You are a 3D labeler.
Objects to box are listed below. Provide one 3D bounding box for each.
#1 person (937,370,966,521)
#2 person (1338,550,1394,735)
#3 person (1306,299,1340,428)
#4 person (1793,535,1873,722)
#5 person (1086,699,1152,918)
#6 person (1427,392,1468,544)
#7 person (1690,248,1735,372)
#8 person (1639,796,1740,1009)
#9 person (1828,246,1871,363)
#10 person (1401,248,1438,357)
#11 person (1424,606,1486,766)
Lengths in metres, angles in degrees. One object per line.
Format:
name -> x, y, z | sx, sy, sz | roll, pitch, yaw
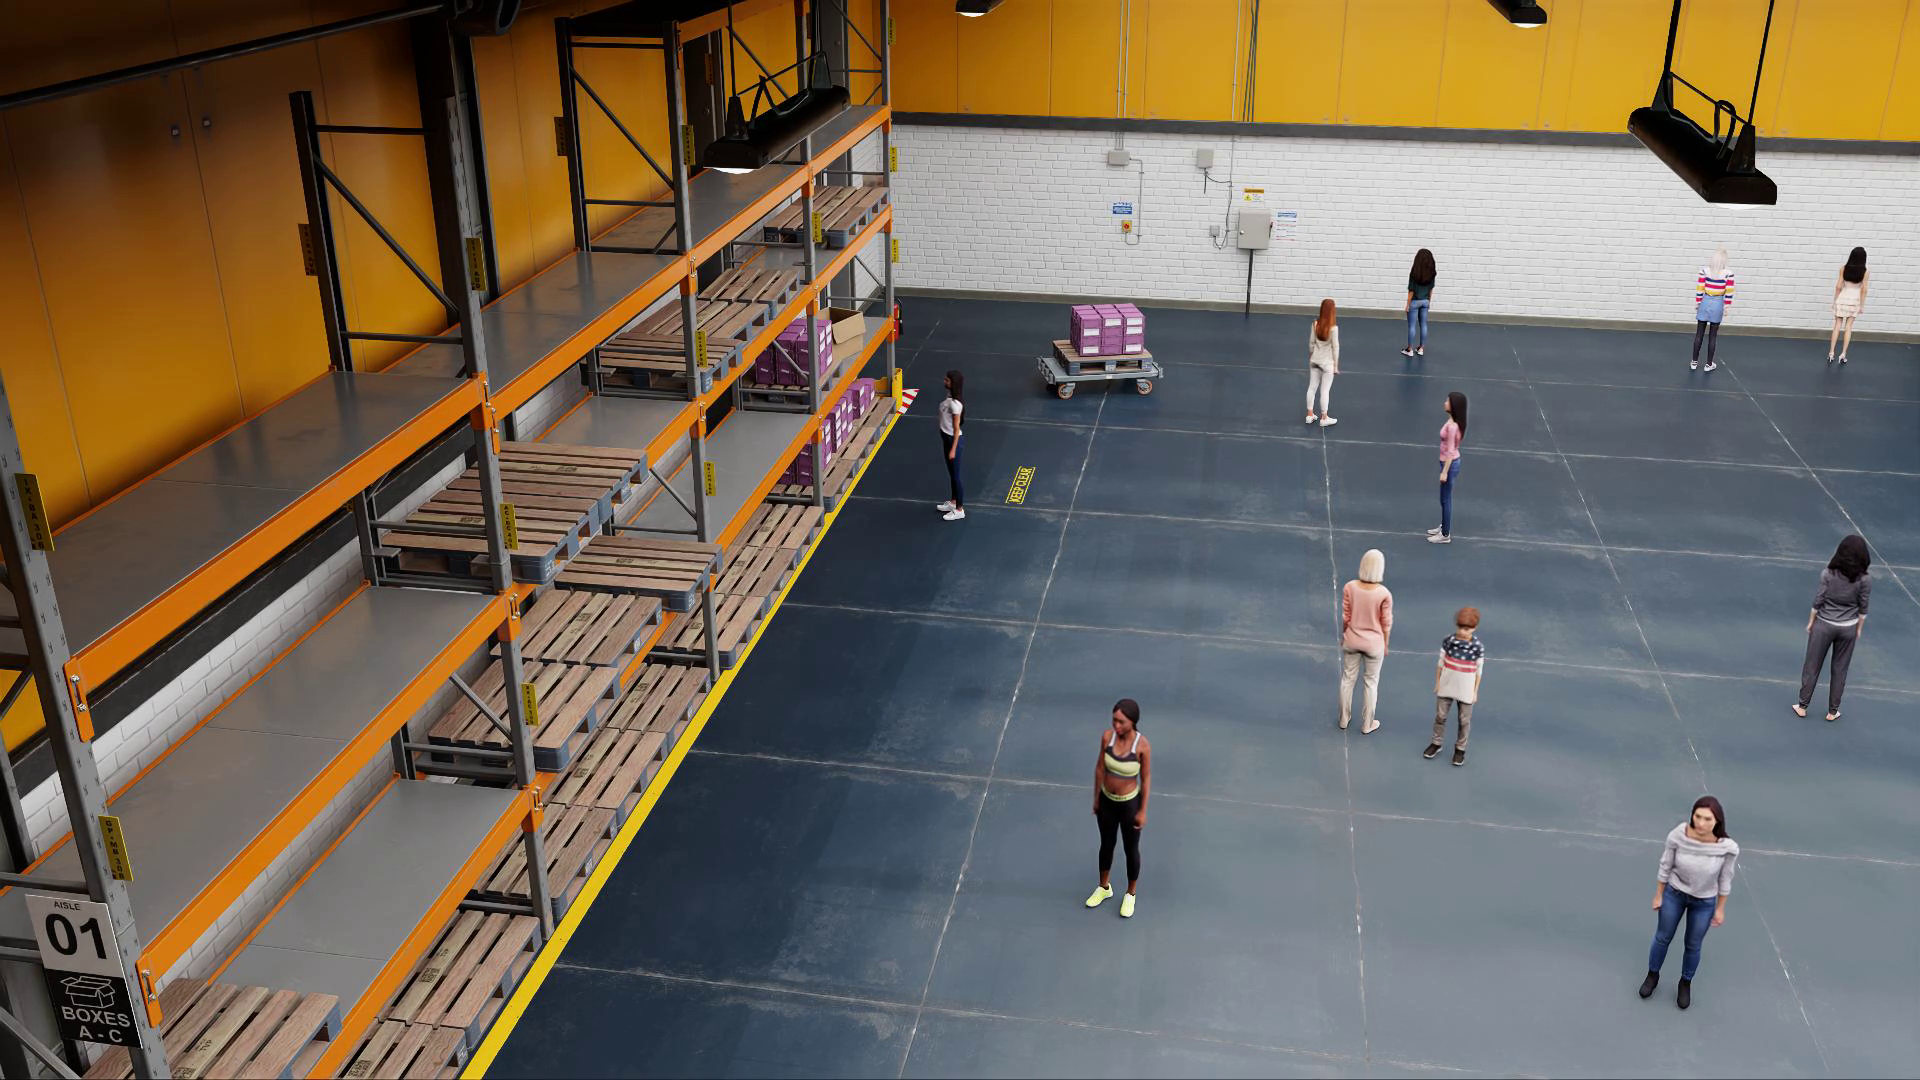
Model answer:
person -> -0.072, -1.103, 19.079 | 0.713, 1.774, 0.564 | -4, 24, -9
person -> 3.548, 0.883, 14.598 | 0.667, 1.724, 0.636 | 13, 27, 27
person -> 4.798, -2.353, 22.014 | 0.734, 1.713, 0.699 | -21, 31, -39
person -> 7.777, 0.782, 14.779 | 0.636, 1.764, 0.580 | 9, 25, 20
person -> 1.185, 1.929, 12.169 | 0.621, 1.754, 0.607 | 13, 27, 27
person -> 5.420, -0.815, 18.461 | 0.667, 1.742, 0.474 | 8, 25, 17
person -> 10.944, -3.373, 24.231 | 0.724, 1.808, 0.685 | 16, 28, 32
person -> 4.912, 2.419, 11.201 | 0.664, 1.631, 0.620 | 12, 26, 25
person -> 13.100, -3.474, 24.551 | 0.660, 1.735, 0.671 | 17, 29, 34
person -> 6.878, -3.569, 24.916 | 0.690, 1.617, 0.713 | -5, 24, -12
person -> 4.245, 1.216, 14.186 | 0.571, 1.444, 0.561 | 13, 27, 27
